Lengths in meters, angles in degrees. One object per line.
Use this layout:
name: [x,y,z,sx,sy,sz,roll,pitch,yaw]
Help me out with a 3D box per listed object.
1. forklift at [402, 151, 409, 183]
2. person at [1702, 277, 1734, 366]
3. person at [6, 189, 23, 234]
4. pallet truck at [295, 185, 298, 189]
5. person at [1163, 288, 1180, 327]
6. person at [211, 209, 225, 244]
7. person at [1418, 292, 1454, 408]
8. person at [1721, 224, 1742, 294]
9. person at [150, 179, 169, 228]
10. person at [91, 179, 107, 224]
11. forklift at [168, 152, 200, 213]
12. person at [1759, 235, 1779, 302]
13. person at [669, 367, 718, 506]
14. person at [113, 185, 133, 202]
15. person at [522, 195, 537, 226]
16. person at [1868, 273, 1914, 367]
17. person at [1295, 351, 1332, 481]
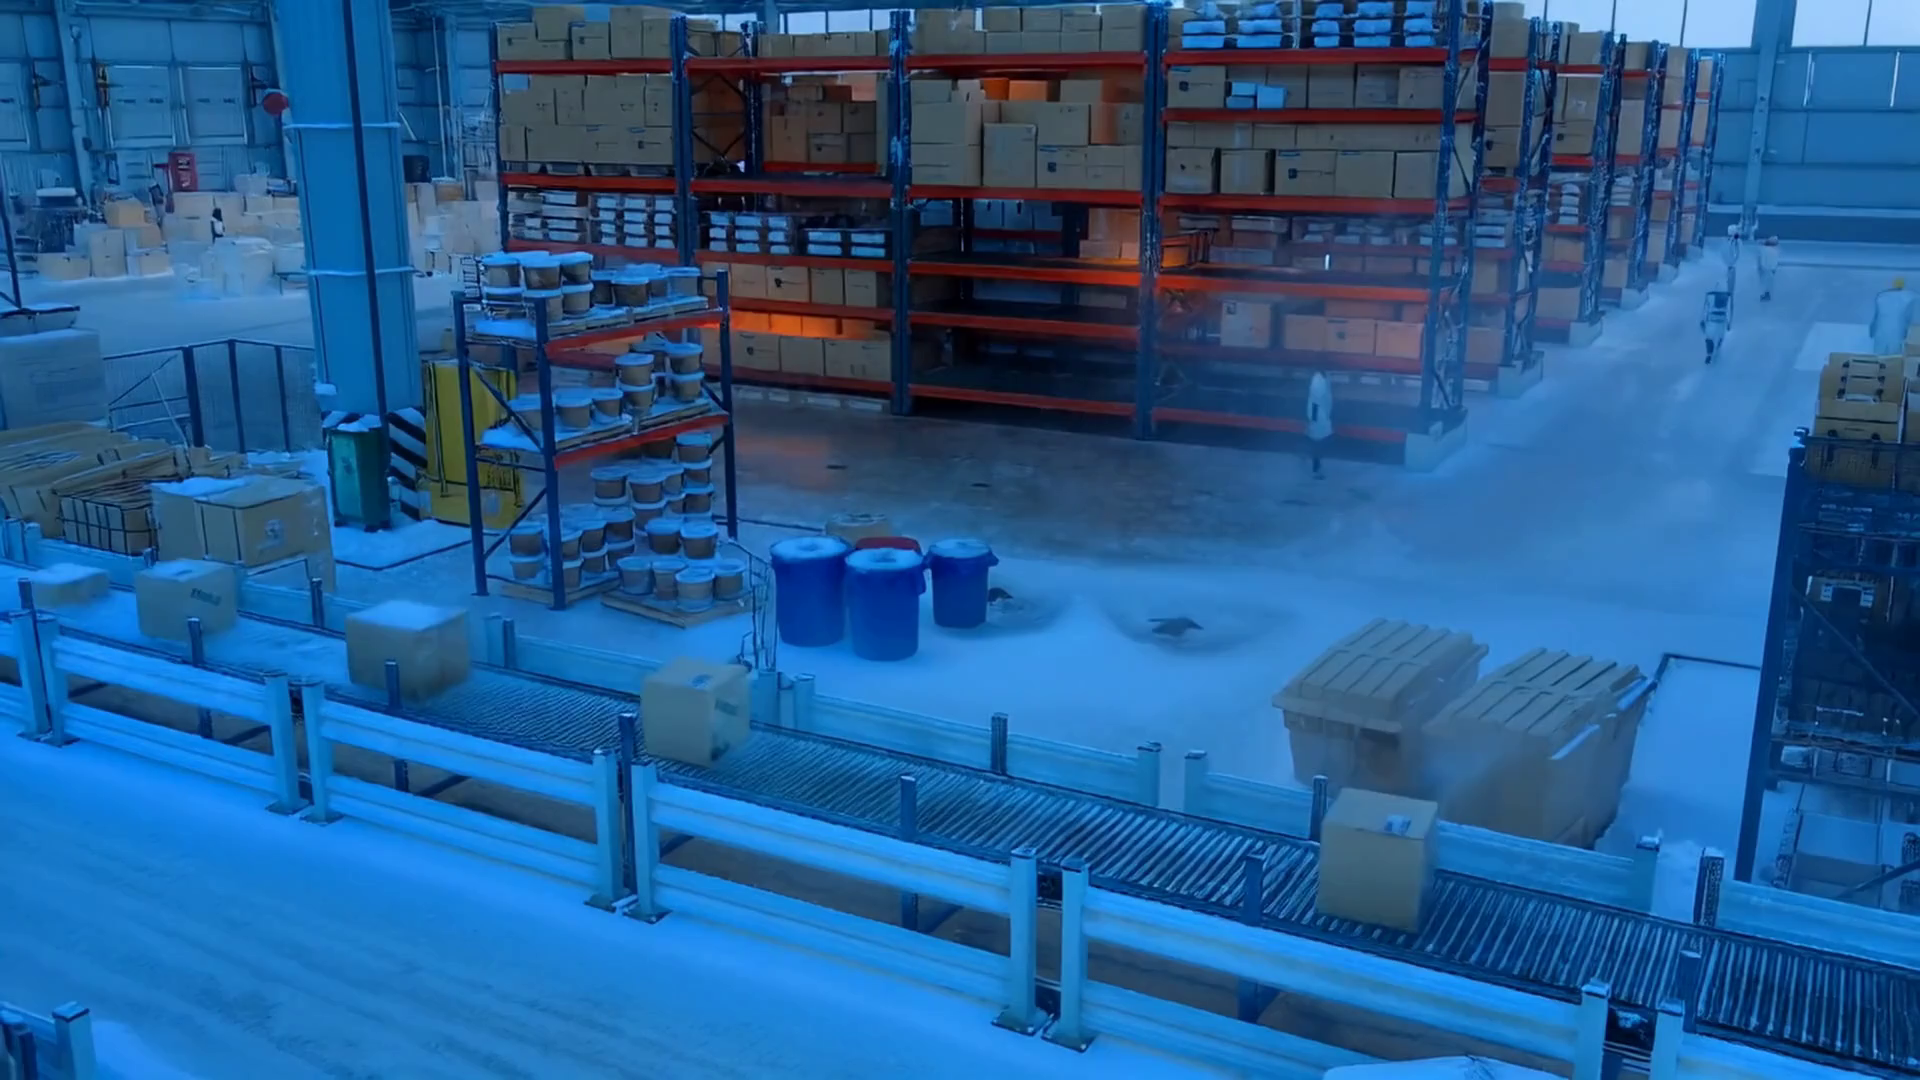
forklift: [-21.612,-13.646,64.399,1.873,2.768,1.129,1,15,2]
person: [13.939,-4.025,30.619,0.531,1.622,0.369,4,15,14]
person: [-34.286,-11.912,60.307,0.702,1.612,0.521,-14,20,-42]
pallet truck: [-26.804,-14.617,69.738,1.885,1.965,0.823,-14,20,-42]
person: [4.496,-5.468,35.523,0.641,1.908,0.407,-14,20,-42]
person: [-20.414,-8.193,45.882,0.506,1.847,0.345,11,18,34]
person: [7.289,-2.844,25.596,0.373,1.940,0.628,-7,17,-25]
person: [18.773,-6.770,40.542,0.430,1.844,0.624,2,15,8]
person: [-30.126,-12.625,62.546,0.645,1.847,0.753,-12,19,-37]
person: [-31.733,-12.341,61.320,0.546,1.927,0.385,-1,15,-4]
forklift: [-28.984,-13.085,62.291,1.873,2.768,1.129,8,17,28]
person: [19.451,-6.522,40.033,0.339,1.621,0.500,-9,18,-32]
person: [-3.333,-1.295,20.080,0.965,1.773,0.605,8,17,28]
person: [-28.983,-11.356,57.699,0.637,1.900,0.998,-8,17,-28]
person: [-13.581,-10.034,52.728,0.598,1.885,0.903,8,17,27]
person: [16.105,-3.672,28.820,0.650,1.884,0.787,9,17,31]
person: [4.603,-1.597,21.392,0.409,1.680,0.544,5,16,19]
